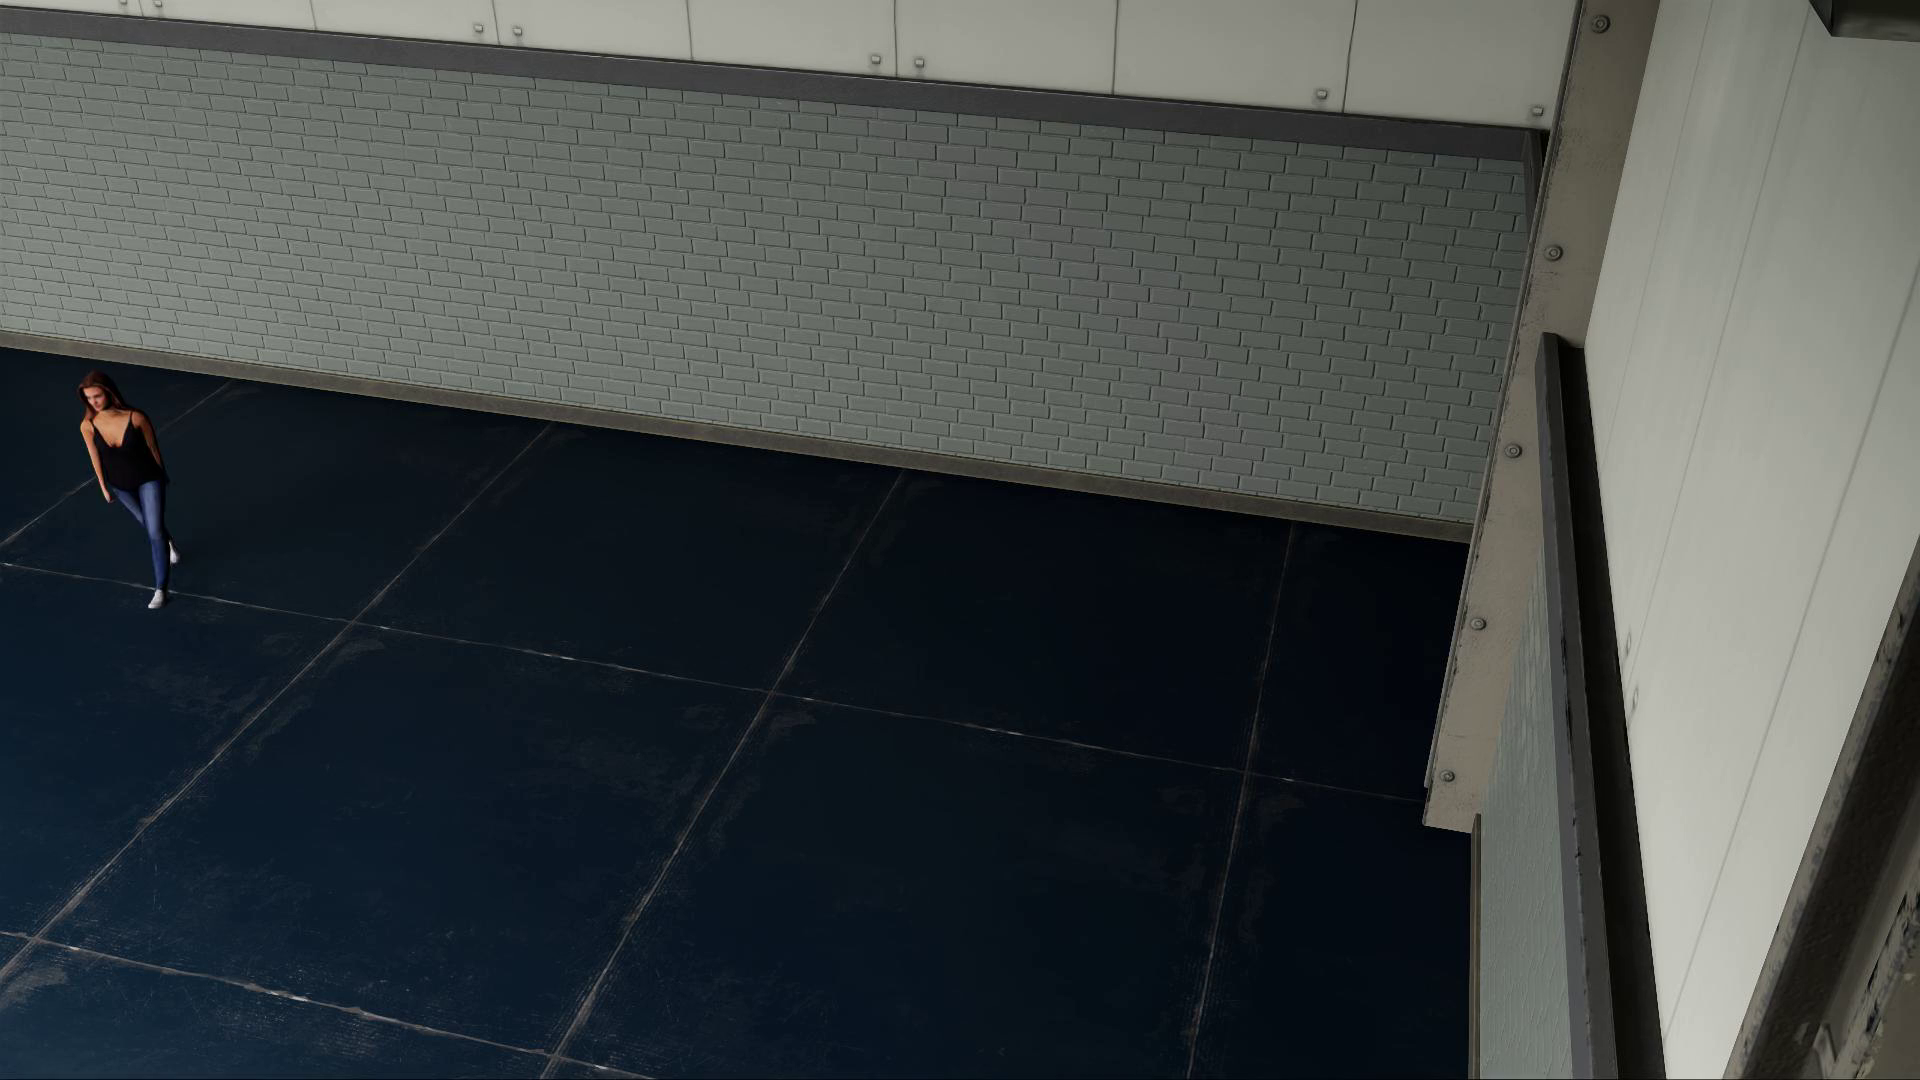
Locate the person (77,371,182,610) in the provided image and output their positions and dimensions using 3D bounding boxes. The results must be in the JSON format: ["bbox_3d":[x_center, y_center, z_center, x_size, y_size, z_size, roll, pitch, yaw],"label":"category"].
[{"bbox_3d":[-5.504,-0.421,11.188,0.901,1.647,1.217,-6,33,-10],"label":"person"}]
